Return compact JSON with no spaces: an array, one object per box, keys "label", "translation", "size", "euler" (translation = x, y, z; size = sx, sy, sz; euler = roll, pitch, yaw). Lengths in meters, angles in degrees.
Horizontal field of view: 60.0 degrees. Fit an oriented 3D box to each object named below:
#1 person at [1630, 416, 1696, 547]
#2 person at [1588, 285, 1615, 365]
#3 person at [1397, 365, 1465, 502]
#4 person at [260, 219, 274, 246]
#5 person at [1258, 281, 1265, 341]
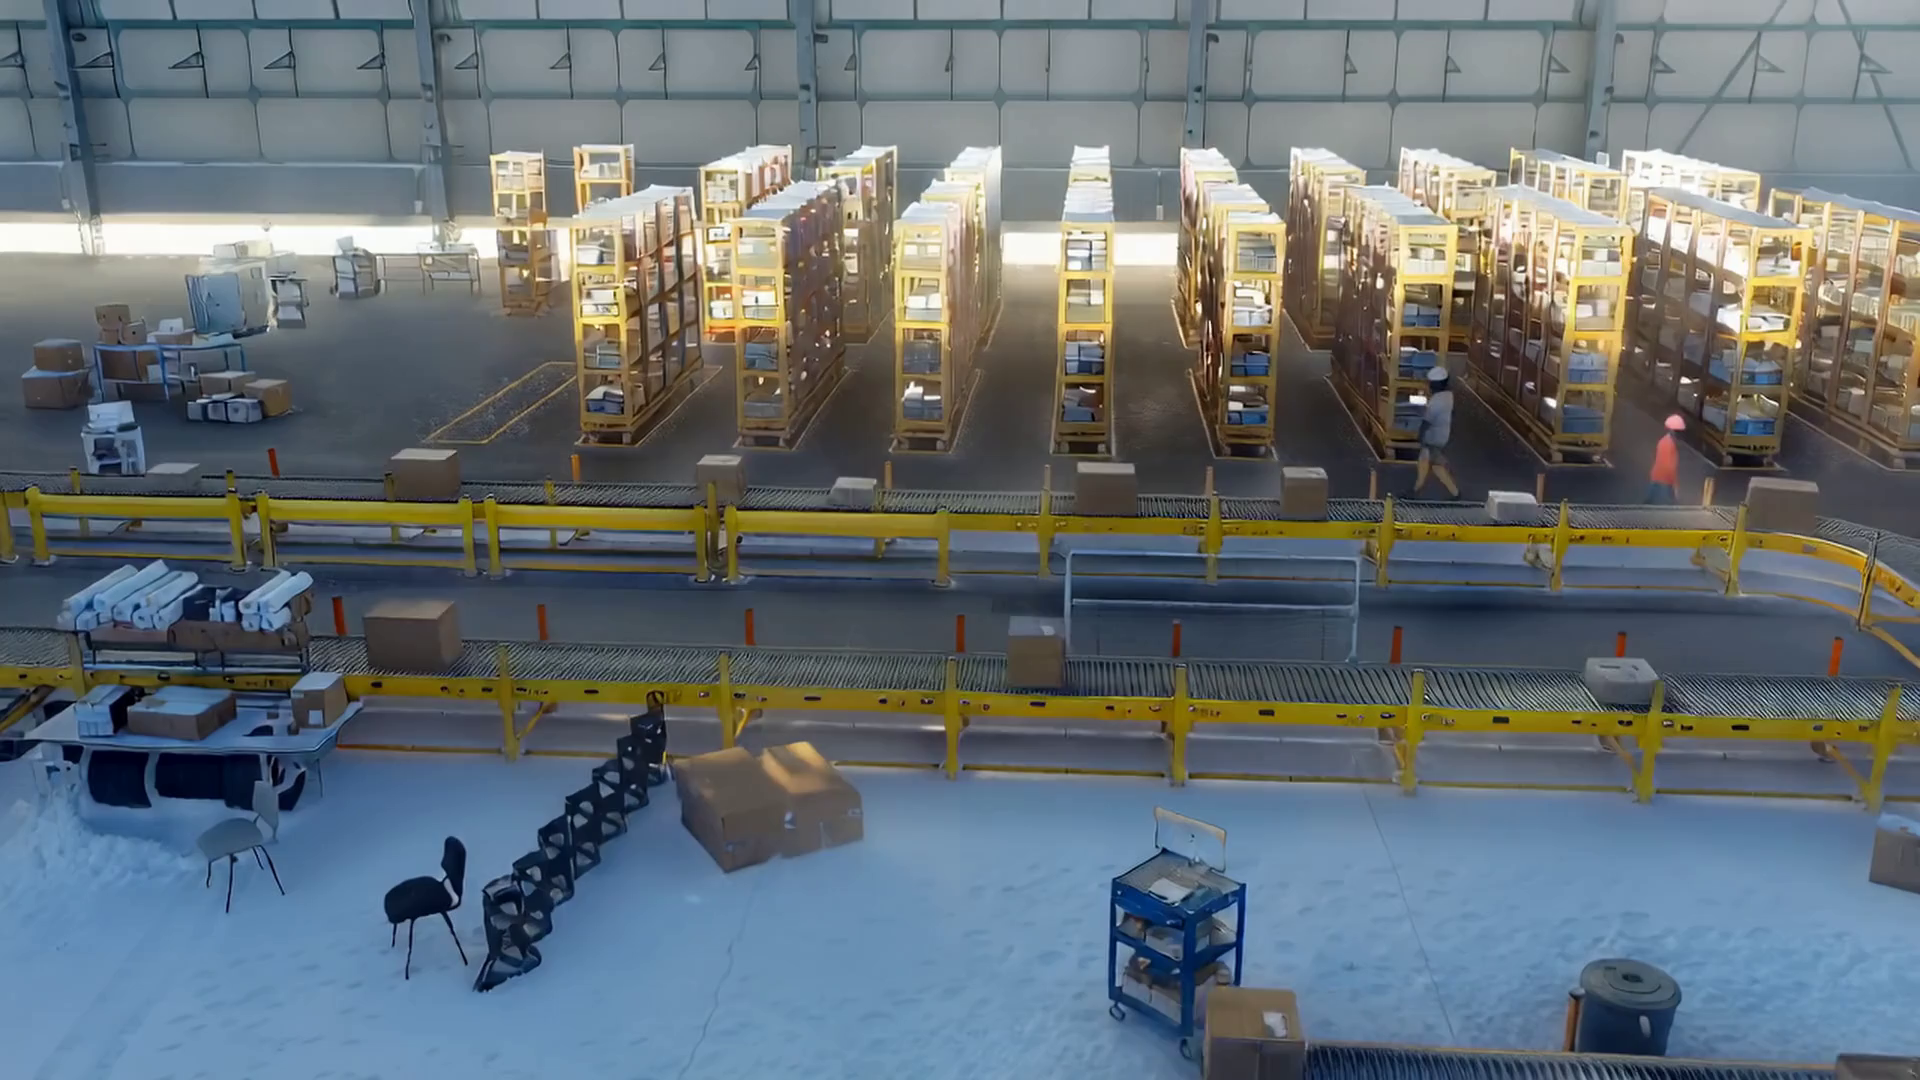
[{"label":"person","translation":[8.935,-0.717,21.019],"size":[0.920,1.717,0.525],"euler":[5,18,16]},{"label":"person","translation":[12.120,-4.167,31.551],"size":[0.608,1.970,0.652],"euler":[2,18,7]},{"label":"person","translation":[6.539,-1.377,22.657],"size":[1.015,2.003,0.616],"euler":[13,21,35]},{"label":"person","translation":[-17.161,-7.086,41.255],"size":[0.921,1.708,0.580],"euler":[-8,19,-25]},{"label":"person","translation":[5.929,-4.673,33.366],"size":[0.389,1.846,0.567],"euler":[4,18,14]}]
